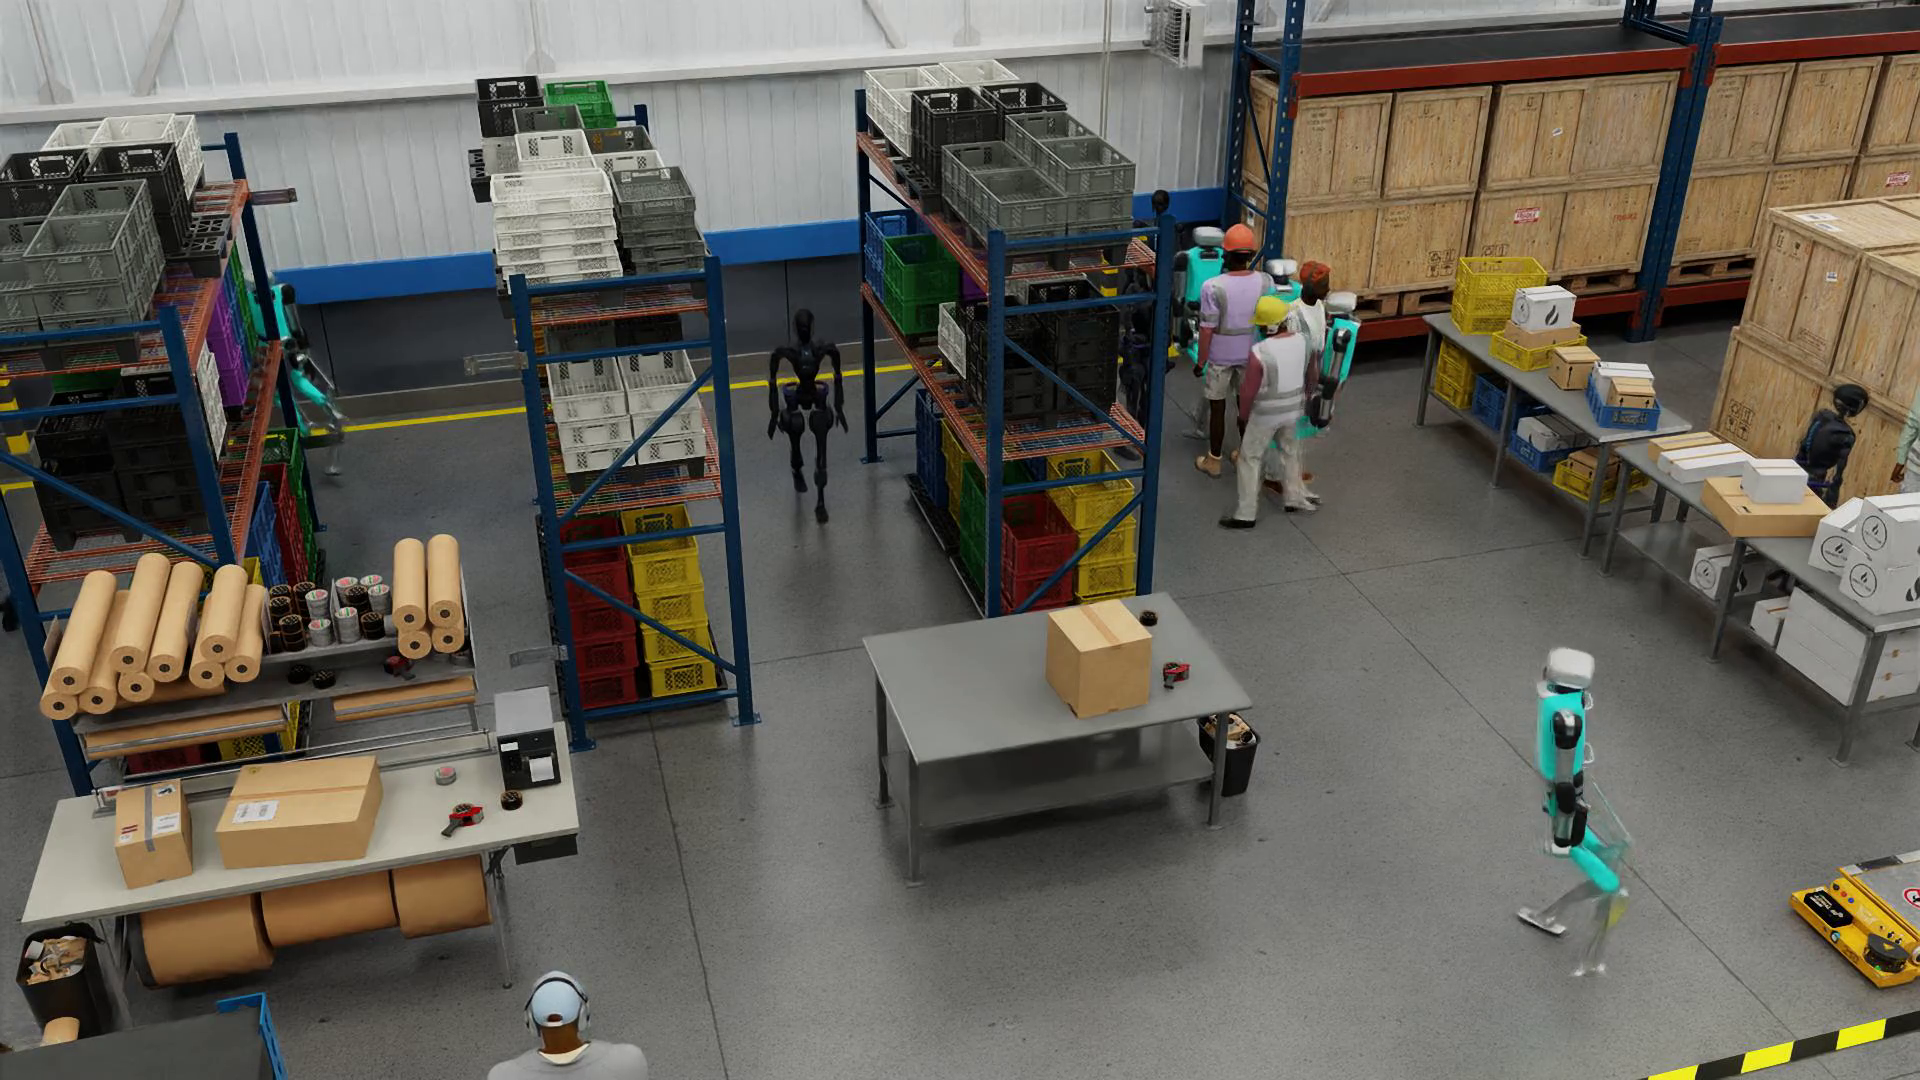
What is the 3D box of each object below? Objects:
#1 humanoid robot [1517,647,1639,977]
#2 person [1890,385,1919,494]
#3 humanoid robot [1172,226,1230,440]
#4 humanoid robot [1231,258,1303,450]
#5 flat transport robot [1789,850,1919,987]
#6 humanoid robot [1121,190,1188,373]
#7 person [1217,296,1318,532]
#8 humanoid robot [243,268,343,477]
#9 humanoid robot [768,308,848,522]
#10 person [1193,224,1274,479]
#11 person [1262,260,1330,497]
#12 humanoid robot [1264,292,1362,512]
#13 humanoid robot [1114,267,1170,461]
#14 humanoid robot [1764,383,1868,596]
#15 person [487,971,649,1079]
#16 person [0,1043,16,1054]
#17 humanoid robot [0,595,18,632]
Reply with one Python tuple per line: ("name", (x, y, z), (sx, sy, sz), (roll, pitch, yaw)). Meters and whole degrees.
("humanoid robot", (3.131, 1.358, 8.166), (0.788, 1.776, 0.573), (5, 29, 10))
("person", (6.659, -0.475, 11.290), (0.412, 1.940, 0.604), (-25, 37, -38))
("humanoid robot", (2.057, -1.622, 13.615), (0.559, 1.774, 0.908), (-7, 30, -13))
("humanoid robot", (2.422, -1.428, 13.272), (0.550, 1.834, 0.666), (-3, 29, -6))
("flat transport robot", (5.163, 1.916, 8.676), (1.431, 0.231, 0.659), (-8, 30, -14))
("humanoid robot", (1.744, -2.321, 14.907), (0.599, 1.657, 0.315), (7, 29, 12))
("person", (2.351, -0.954, 12.326), (0.845, 1.790, 0.420), (-18, 33, -29))
("humanoid robot", (-5.155, -1.223, 12.892), (1.052, 1.740, 0.558), (22, 36, 34))
("humanoid robot", (-1.159, -1.000, 12.564), (0.612, 1.639, 0.744), (-5, 29, -10))
("person", (2.107, -1.463, 12.985), (0.608, 2.042, 0.394), (-8, 30, -14))
("person", (2.598, -1.236, 12.744), (0.339, 1.877, 0.575), (19, 34, 30))
("humanoid robot", (2.557, -1.057, 12.420), (0.734, 1.677, 0.534), (8, 30, 14))
("humanoid robot", (1.461, -1.462, 13.350), (0.303, 1.653, 0.615), (20, 34, 32))
("humanoid robot", (5.707, -0.321, 11.296), (0.465, 1.639, 0.609), (1, 29, 2))
("person", (-1.412, 2.346, 6.254), (0.586, 1.848, 0.395), (-6, 29, -11))
("person", (-3.322, 2.489, 6.063), (0.989, 1.784, 0.633), (21, 35, 33))
("humanoid robot", (-6.522, 0.015, 10.686), (0.610, 1.628, 0.641), (1, 29, 1))
